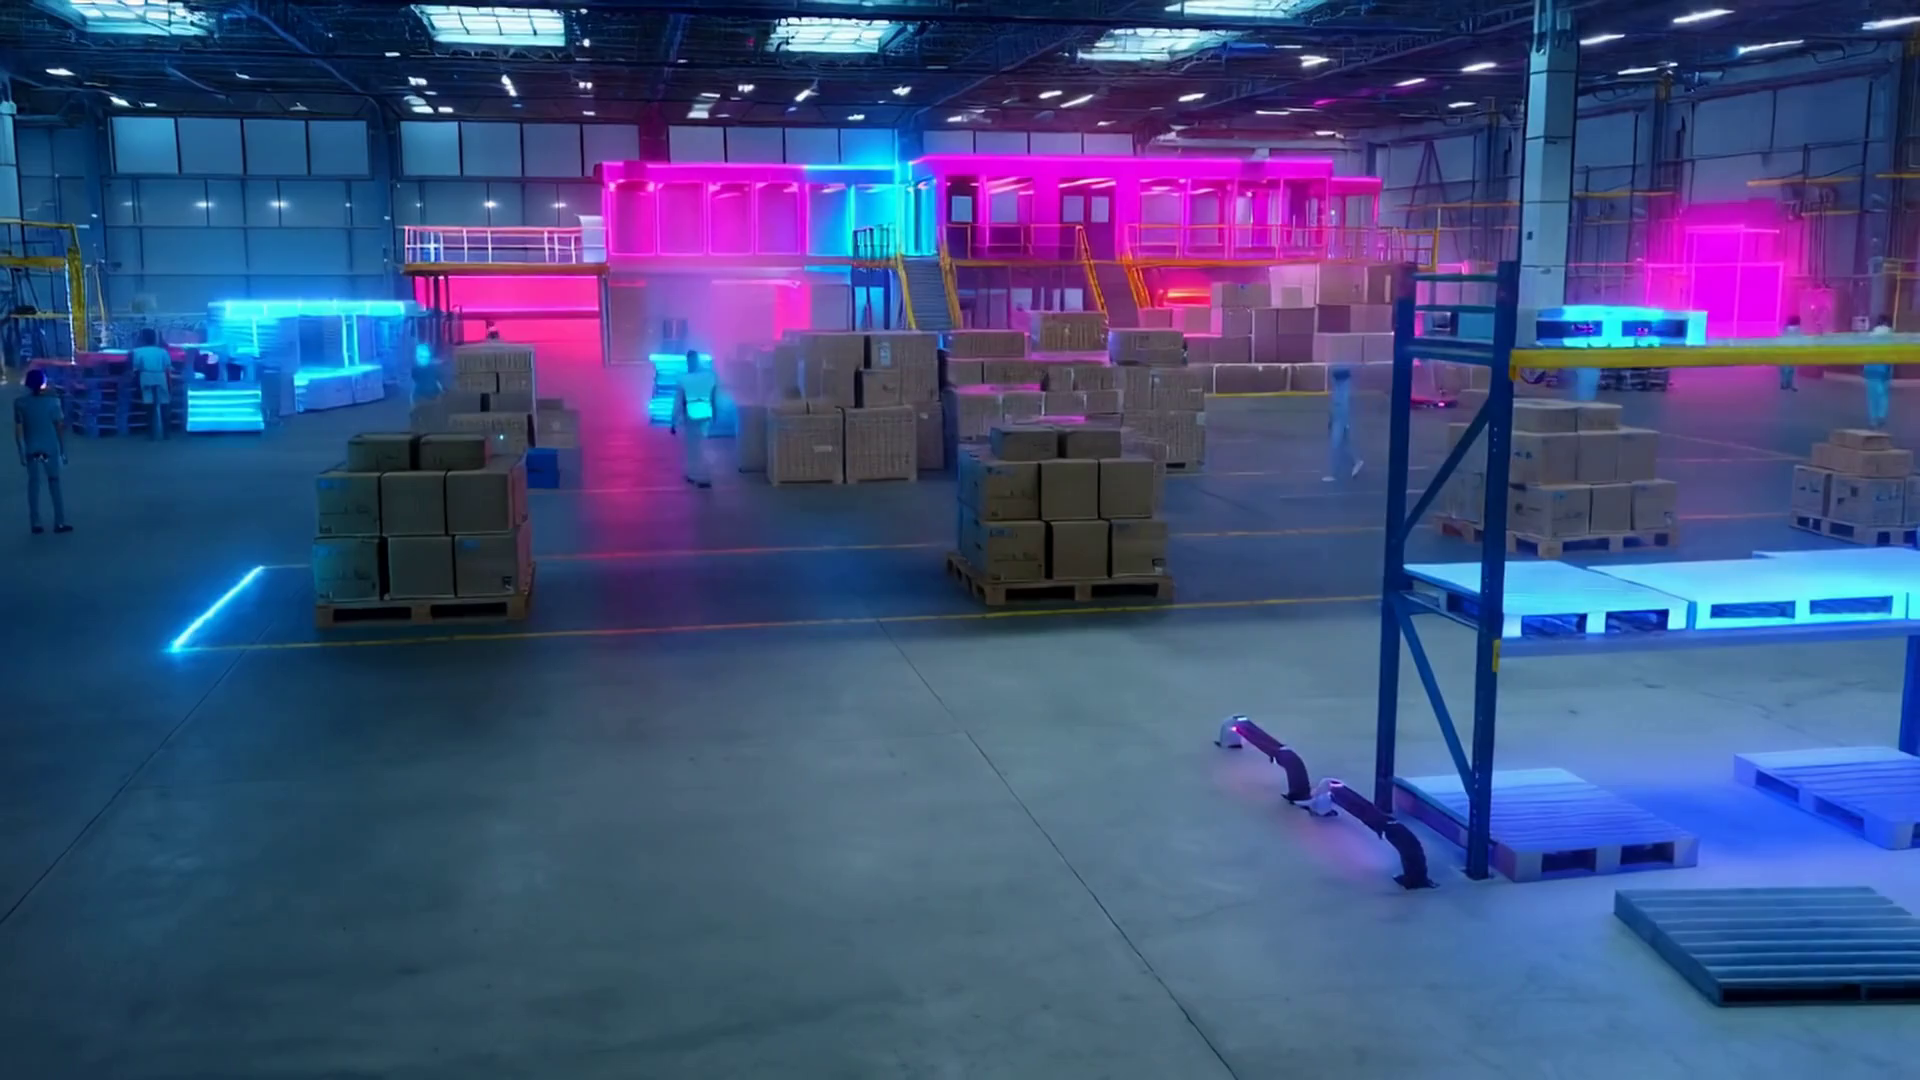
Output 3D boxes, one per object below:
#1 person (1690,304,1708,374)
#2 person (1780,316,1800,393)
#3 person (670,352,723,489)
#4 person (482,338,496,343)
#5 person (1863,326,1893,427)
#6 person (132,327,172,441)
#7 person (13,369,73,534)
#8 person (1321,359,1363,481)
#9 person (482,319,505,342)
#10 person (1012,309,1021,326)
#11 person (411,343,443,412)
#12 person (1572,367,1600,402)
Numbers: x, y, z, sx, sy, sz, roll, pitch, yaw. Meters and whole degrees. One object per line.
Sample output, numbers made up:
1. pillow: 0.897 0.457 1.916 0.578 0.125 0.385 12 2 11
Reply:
1. person: 20.948 -5.715 47.208 0.619 1.976 0.643 -6 11 -31
2. person: 19.935 -4.447 39.888 0.429 1.844 0.627 1 9 4
3. person: -3.611 -1.644 22.789 0.656 1.854 1.040 -7 11 -35
4. person: -7.295 -2.173 25.804 0.800 1.903 0.569 -5 11 -28
5. person: 17.282 -3.064 31.295 0.461 1.894 0.666 -5 10 -27
6. person: -13.997 -2.698 28.843 0.603 1.967 0.366 -7 12 -37
7. person: -10.346 -0.992 18.752 0.531 1.867 0.317 -2 10 -12
8. person: 5.384 -1.678 23.355 0.555 1.722 0.499 -1 9 -7
9. person: -9.891 -3.725 35.416 0.338 1.907 0.580 6 11 33
10. person: 1.497 -5.271 44.779 0.337 1.882 0.585 -1 9 -3
11. person: -8.230 -2.126 25.767 0.513 1.848 0.728 0 9 3
12. person: 9.377 -2.012 24.802 0.454 1.918 0.651 7 12 36
